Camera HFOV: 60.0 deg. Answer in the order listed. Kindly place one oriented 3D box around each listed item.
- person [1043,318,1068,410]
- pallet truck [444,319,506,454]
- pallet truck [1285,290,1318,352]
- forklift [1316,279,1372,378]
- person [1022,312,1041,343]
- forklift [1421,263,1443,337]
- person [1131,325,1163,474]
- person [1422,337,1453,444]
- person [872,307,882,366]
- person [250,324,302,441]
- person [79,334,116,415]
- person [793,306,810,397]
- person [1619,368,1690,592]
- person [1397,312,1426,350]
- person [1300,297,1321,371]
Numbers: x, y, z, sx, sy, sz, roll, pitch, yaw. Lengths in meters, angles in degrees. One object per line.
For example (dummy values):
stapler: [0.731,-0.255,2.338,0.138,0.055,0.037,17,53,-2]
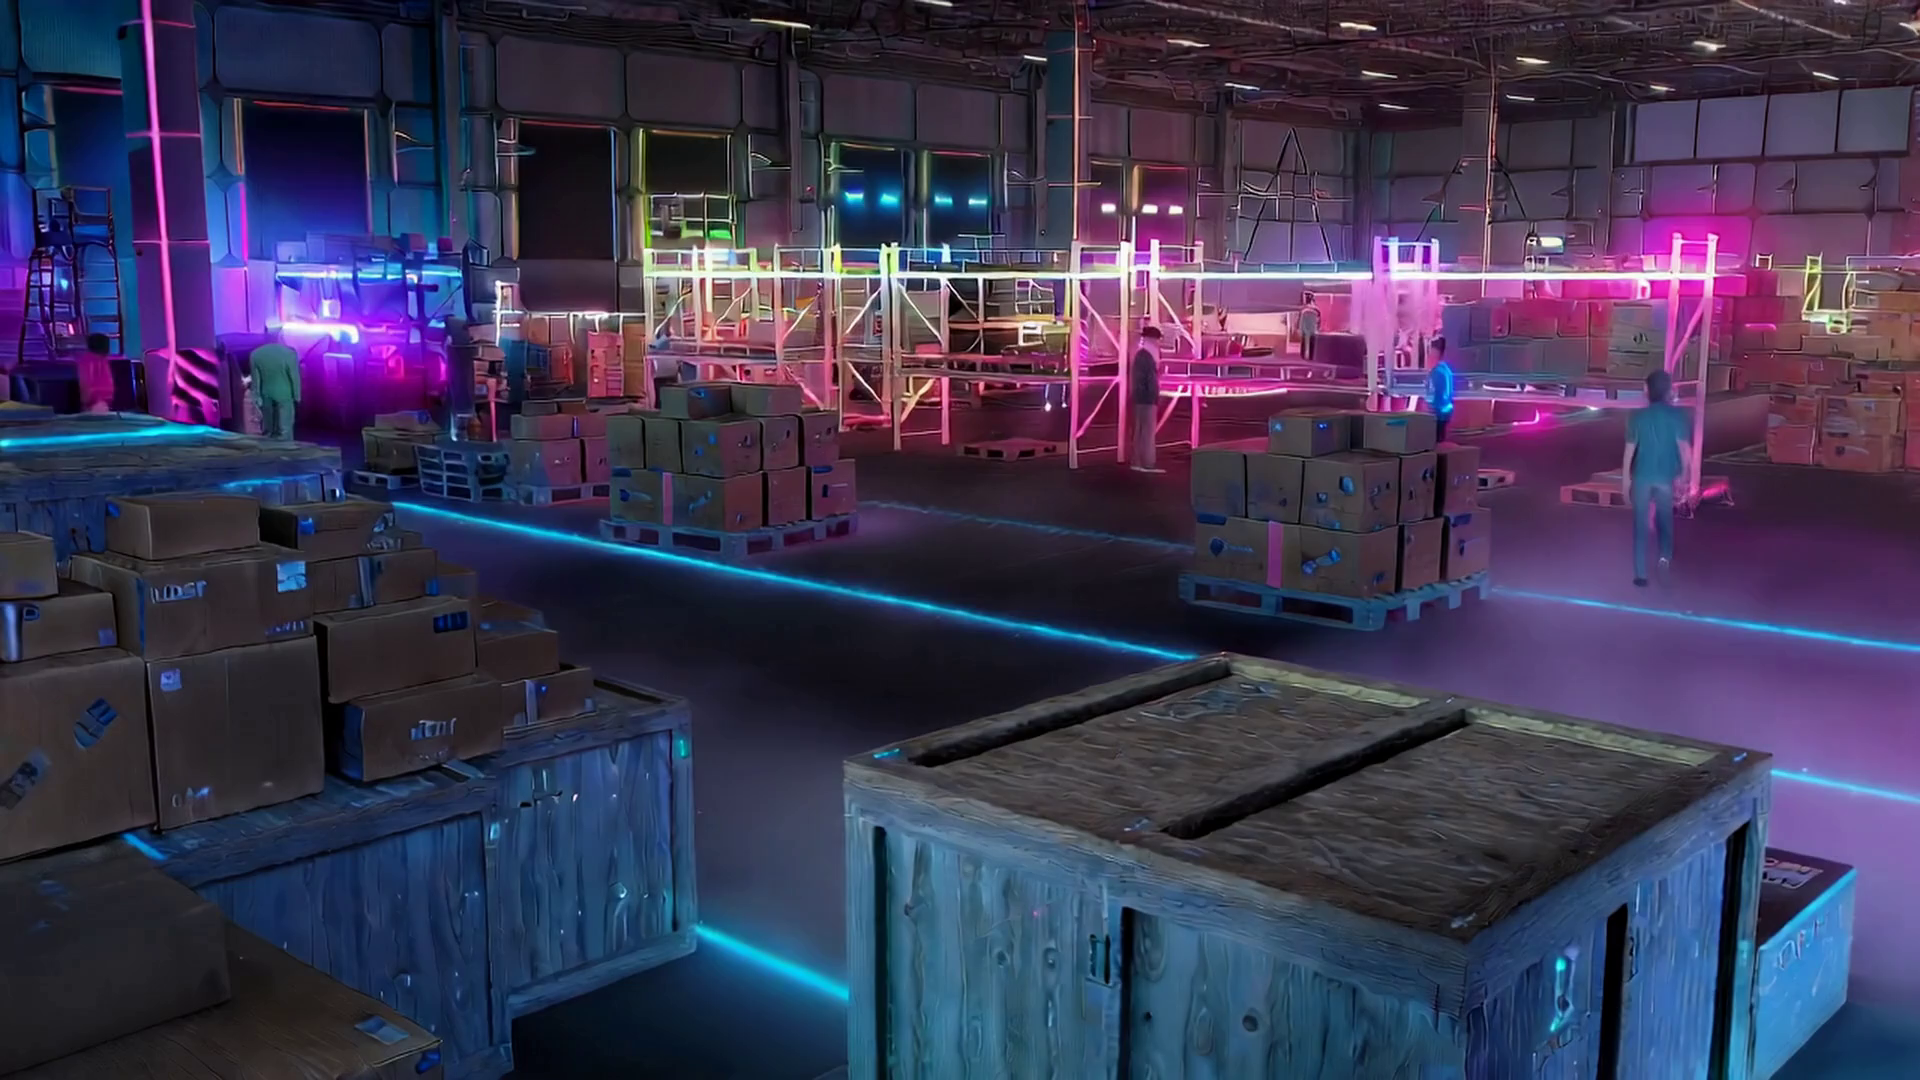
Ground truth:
person: [1.814,-3.318,31.407,0.482,1.735,0.347,-2,9,-12]
pallet truck: [-6.981,-1.942,22.150,1.885,1.965,0.823,1,9,9]
pallet truck: [11.297,-6.951,52.861,1.885,1.965,0.823,-5,11,-29]
forklift: [9.657,-5.290,39.979,1.873,2.768,1.129,-1,9,-7]
person: [1.950,-5.368,44.211,0.881,1.654,0.534,-6,11,-32]
forklift: [13.032,-6.424,46.932,1.873,2.768,1.129,3,10,17]
person: [2.443,-1.829,21.679,0.386,1.922,0.594,-2,10,-14]
person: [5.435,-1.369,18.992,0.361,1.882,0.575,4,10,23]
person: [-2.185,-5.394,44.448,0.313,1.632,0.522,-2,9,-11]
person: [-8.871,-1.829,21.639,0.631,1.940,0.369,0,9,0]
person: [-11.663,-1.879,22.398,0.945,1.804,0.640,-1,9,-9]
person: [-3.281,-3.911,34.518,0.552,1.911,0.899,2,9,12]
person: [5.681,-0.474,13.600,0.522,1.857,0.658,3,10,15]
person: [8.344,-3.269,30.666,0.688,1.869,1.009,-7,11,-36]
person: [9.137,-5.367,43.350,0.372,1.934,0.627,-9,13,-44]
